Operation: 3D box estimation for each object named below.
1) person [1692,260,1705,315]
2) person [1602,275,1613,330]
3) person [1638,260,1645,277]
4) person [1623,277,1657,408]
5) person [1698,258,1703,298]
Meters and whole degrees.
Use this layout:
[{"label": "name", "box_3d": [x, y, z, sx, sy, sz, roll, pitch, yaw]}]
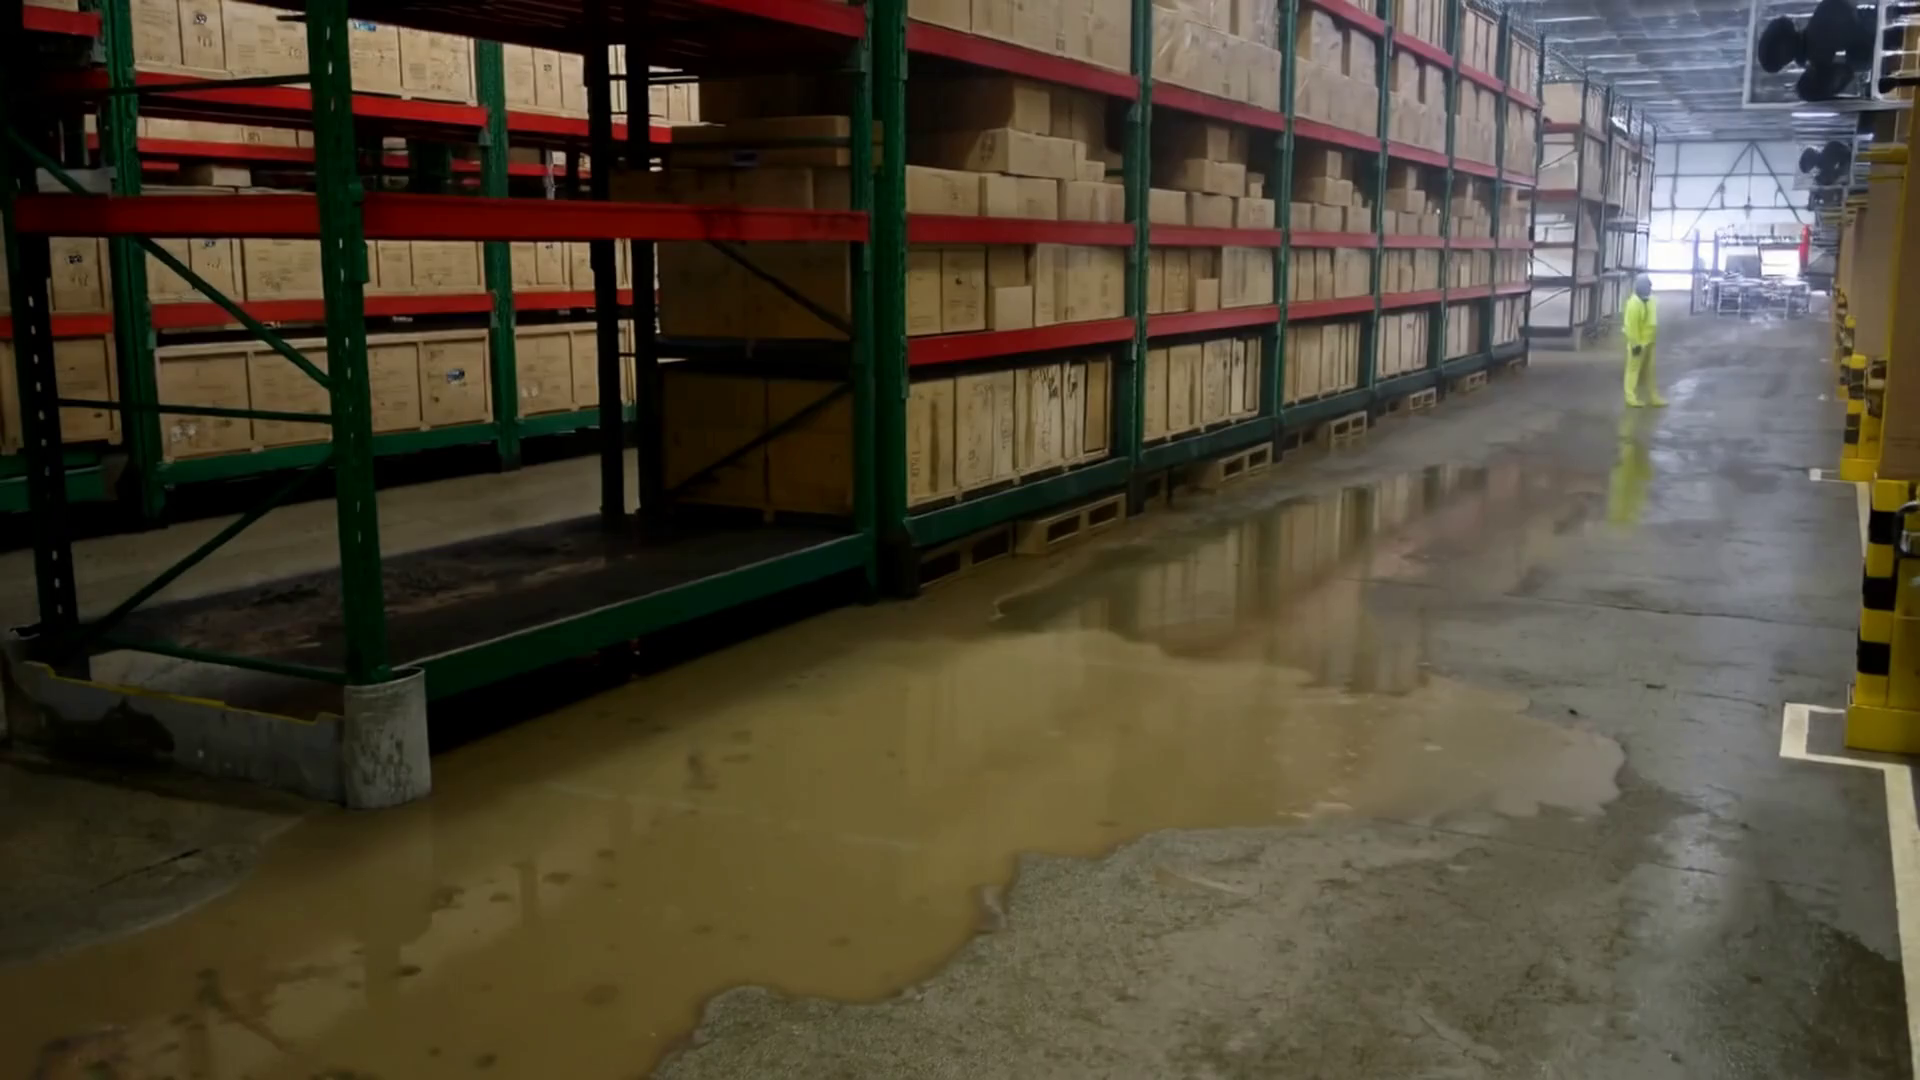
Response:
[{"label": "person", "box_3d": [25.872, -8.838, 58.237, 0.377, 1.940, 0.628, 5, 11, 29]}, {"label": "person", "box_3d": [18.290, -6.730, 46.891, 0.314, 1.642, 0.514, 5, 11, 29]}, {"label": "person", "box_3d": [33.714, -12.975, 82.200, 0.377, 1.936, 0.628, 5, 11, 29]}, {"label": "person", "box_3d": [9.591, -2.785, 23.474, 0.430, 1.845, 0.622, 5, 11, 29]}, {"label": "person", "box_3d": [35.620, -12.628, 80.179, 0.372, 1.939, 0.544, 5, 11, 29]}]
